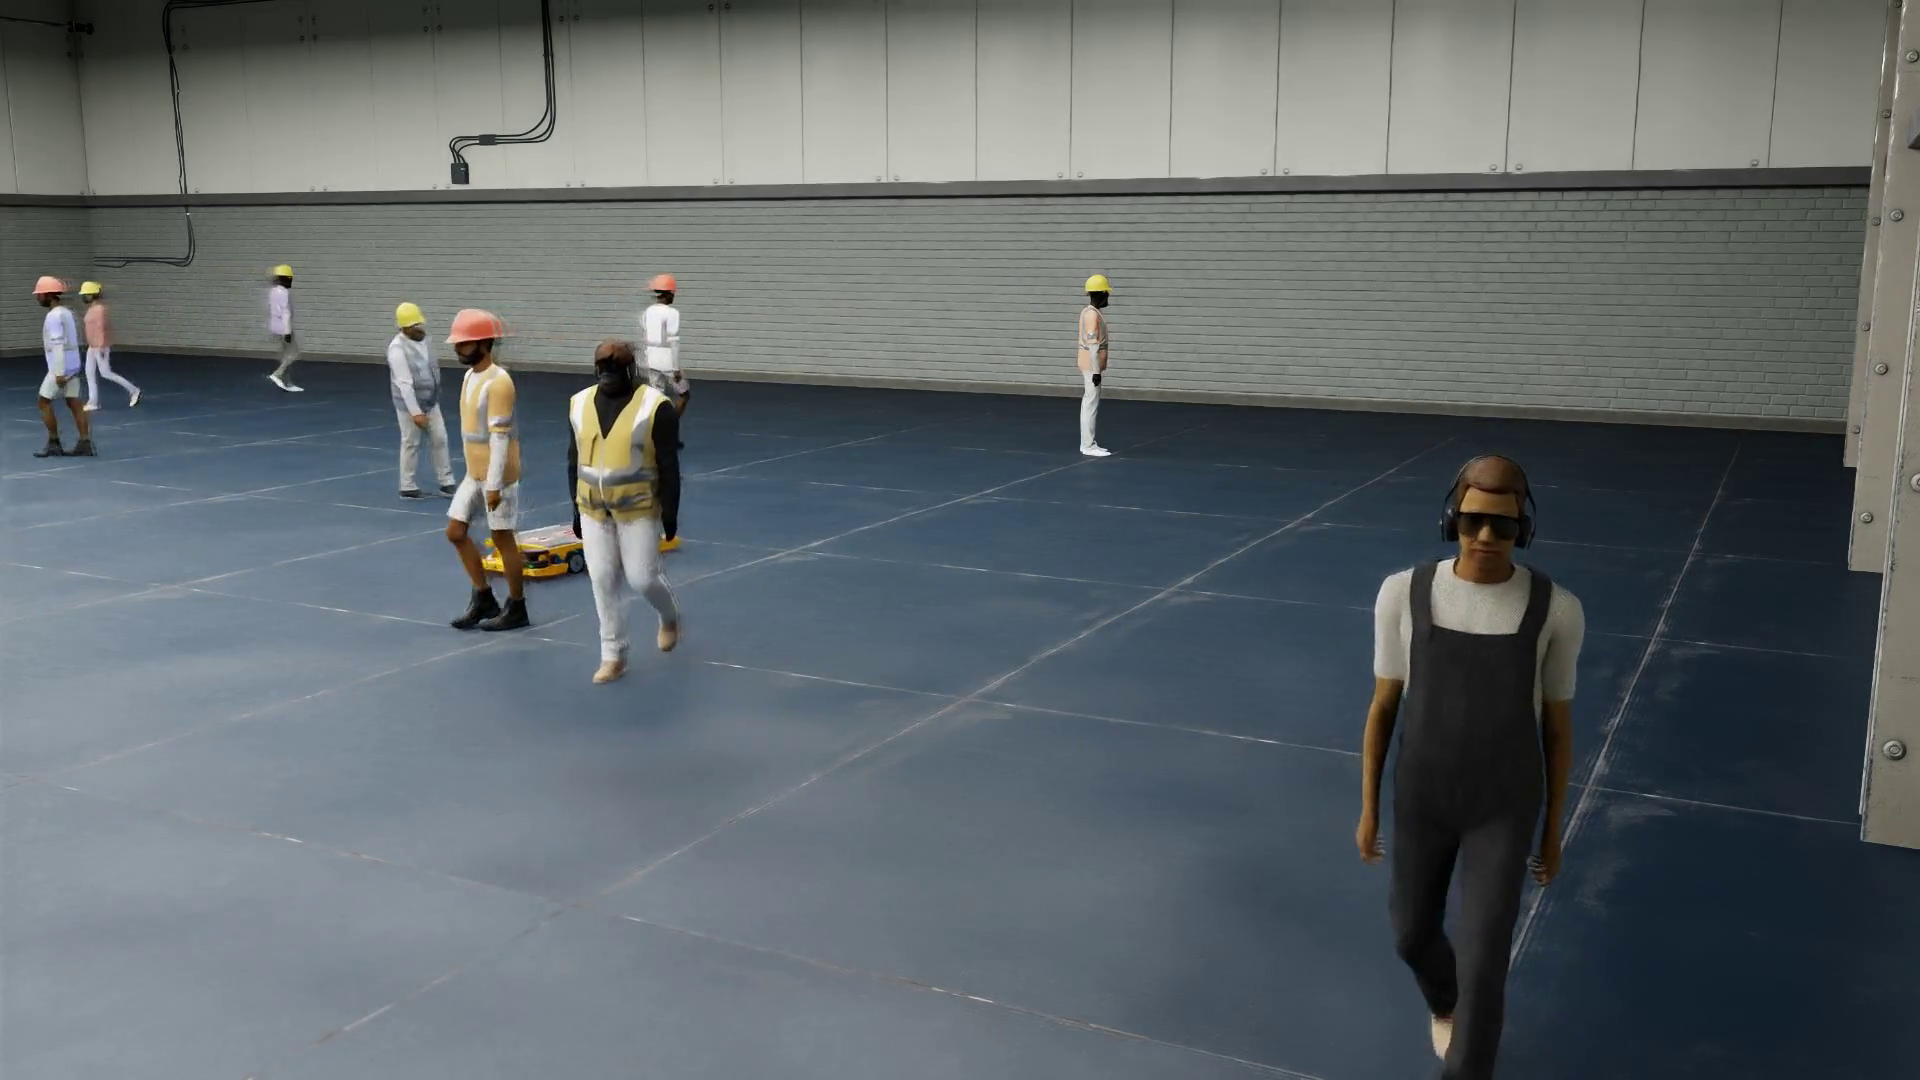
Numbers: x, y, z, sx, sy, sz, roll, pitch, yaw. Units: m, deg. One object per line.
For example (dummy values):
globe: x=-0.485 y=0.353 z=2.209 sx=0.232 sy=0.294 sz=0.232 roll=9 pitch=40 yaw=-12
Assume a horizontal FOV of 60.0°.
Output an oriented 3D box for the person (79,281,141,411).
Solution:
person: x=-11.525 y=-2.606 z=22.388 sx=0.736 sy=1.746 sz=0.528 roll=-10 pitch=14 yaw=-43

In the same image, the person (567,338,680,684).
person: x=-1.779 y=-0.173 z=8.895 sx=0.630 sy=1.828 sz=0.606 roll=3 pitch=11 yaw=15

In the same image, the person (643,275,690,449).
person: x=-3.191 y=-1.924 z=18.155 sx=0.567 sy=1.920 sz=0.467 roll=8 pitch=13 yaw=37

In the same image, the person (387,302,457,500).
person: x=-4.728 y=-1.202 z=14.642 sx=0.657 sy=1.776 sz=0.666 roll=4 pitch=11 yaw=22

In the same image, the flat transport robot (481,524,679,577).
flat transport robot: x=-2.760 y=0.031 z=12.005 sx=0.652 sy=0.197 sz=1.431 roll=7 pitch=12 yaw=33

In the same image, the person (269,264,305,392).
person: x=-10.087 y=-3.152 z=24.860 sx=0.447 sy=1.910 sz=0.603 roll=-8 pitch=13 yaw=-36

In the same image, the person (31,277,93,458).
person: x=-9.610 y=-1.818 z=17.604 sx=0.720 sy=1.909 sz=0.565 roll=-2 pitch=11 yaw=-11

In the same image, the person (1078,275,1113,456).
person: x=1.444 y=-1.863 z=17.802 sx=0.362 sy=1.930 sz=0.588 roll=0 pitch=10 yaw=1

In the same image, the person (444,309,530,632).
person: x=-2.826 y=-0.389 z=9.789 sx=0.583 sy=1.915 sz=0.564 roll=-8 pitch=13 yaw=-38

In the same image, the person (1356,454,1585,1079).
person: x=1.303 y=0.669 z=4.283 sx=0.521 sy=1.825 sz=0.793 roll=5 pitch=11 yaw=24
